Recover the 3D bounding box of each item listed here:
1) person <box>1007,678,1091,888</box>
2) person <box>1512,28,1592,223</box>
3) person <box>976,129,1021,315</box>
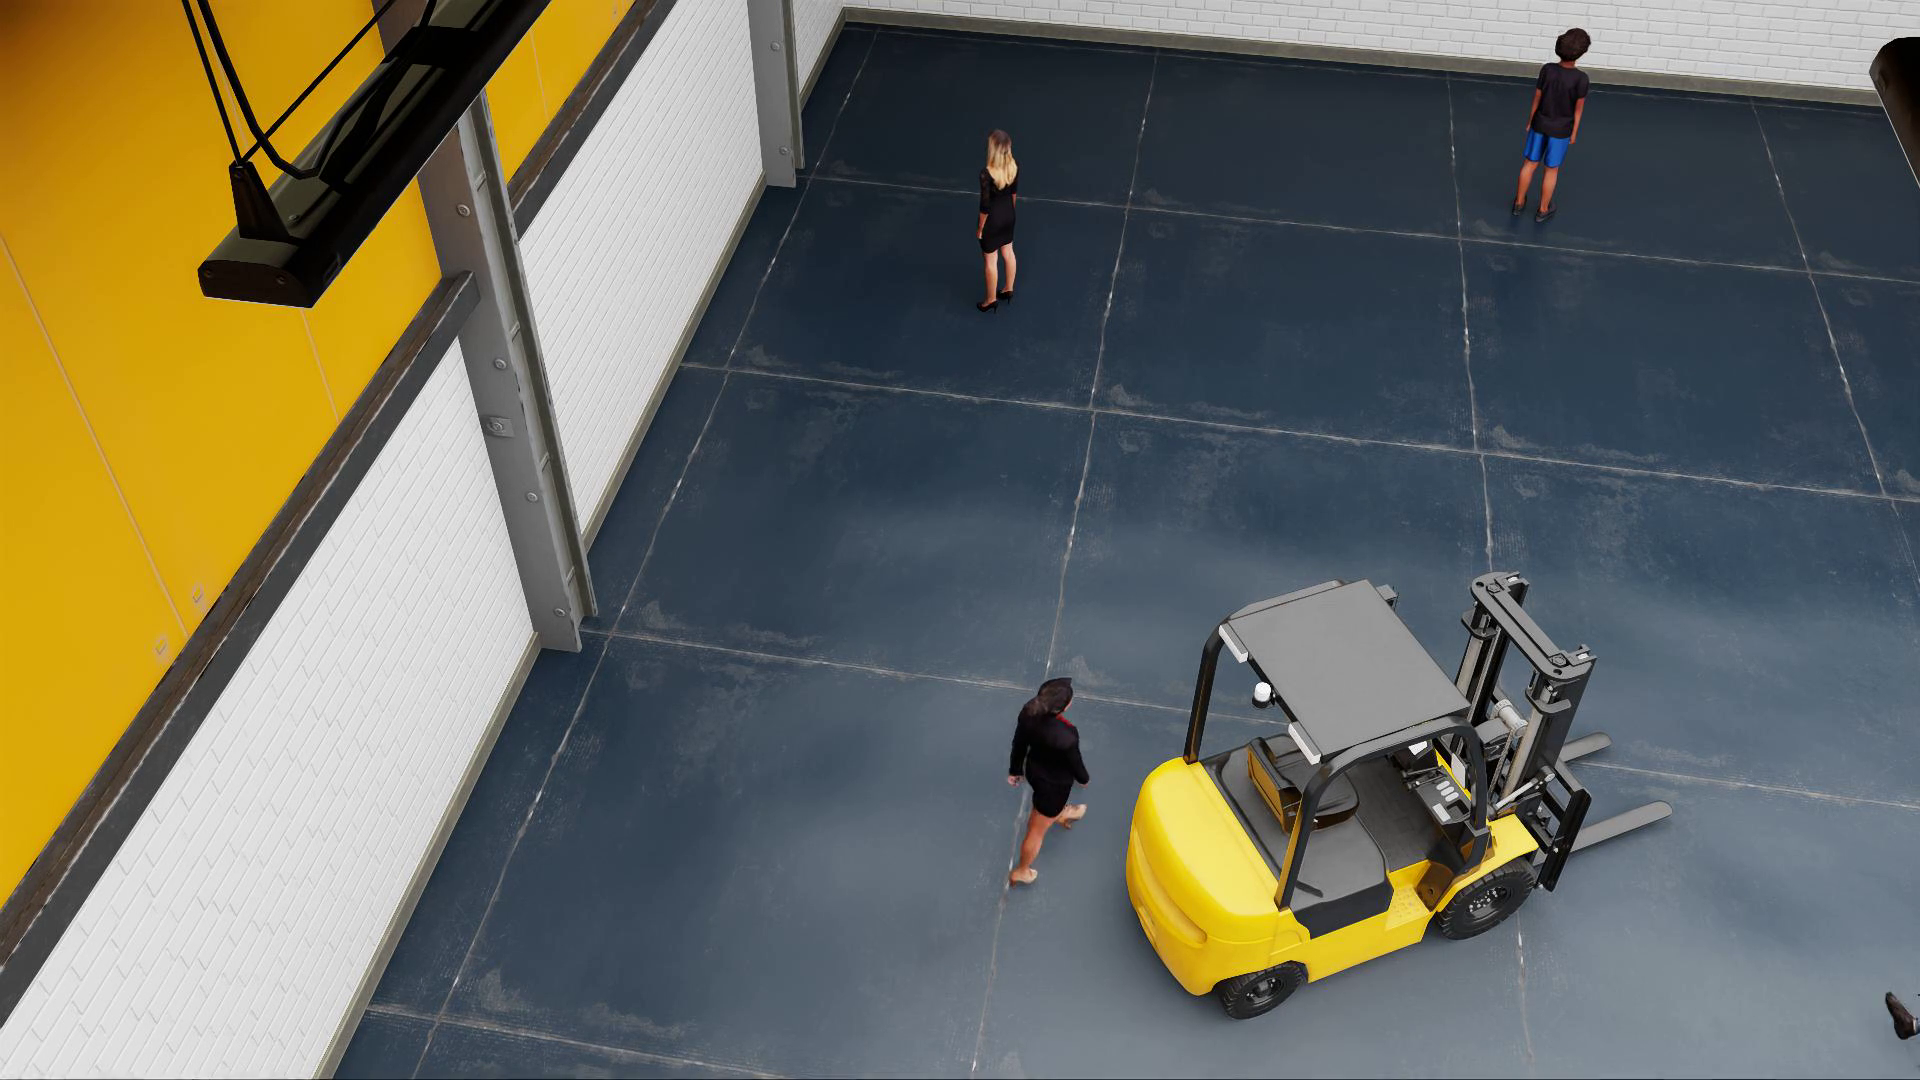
[{"bbox_3d":[0.438,1.441,9.447,1.012,1.612,0.899,-31,52,-29],"label":"person"},{"bbox_3d":[5.220,-3.655,14.660,0.691,1.800,0.708,25,49,24],"label":"person"},{"bbox_3d":[0.309,-2.612,13.655,0.578,1.677,0.670,-33,53,-30],"label":"person"}]
